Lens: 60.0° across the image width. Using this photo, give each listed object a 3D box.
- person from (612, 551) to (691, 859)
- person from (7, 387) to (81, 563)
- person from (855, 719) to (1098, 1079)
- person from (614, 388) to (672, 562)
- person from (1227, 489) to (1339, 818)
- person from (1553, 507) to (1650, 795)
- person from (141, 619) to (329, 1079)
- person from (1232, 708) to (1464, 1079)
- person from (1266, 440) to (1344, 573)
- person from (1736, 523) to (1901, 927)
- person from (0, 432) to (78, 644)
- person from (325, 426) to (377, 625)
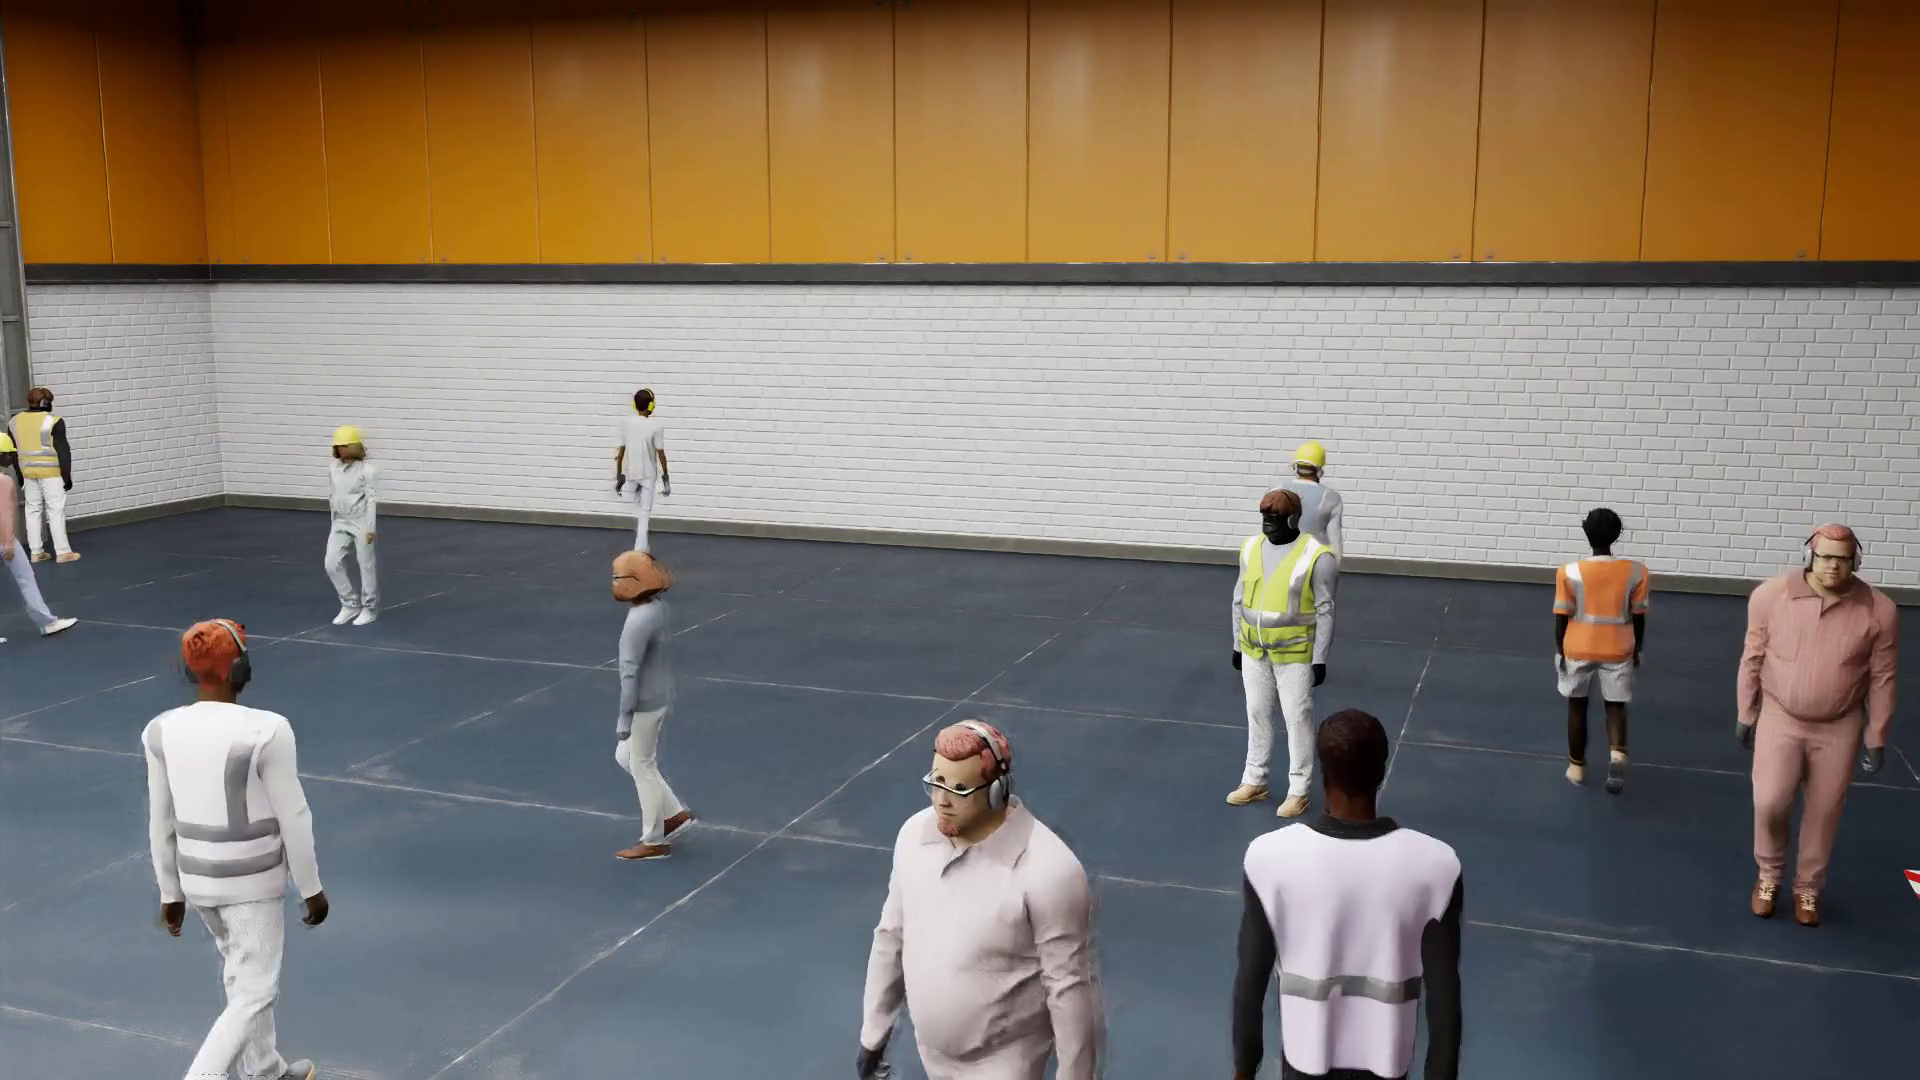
[{"bbox_3d":[-1.653,0.859,8.548,0.335,1.621,0.500,0,9,-2],"label":"person"},{"bbox_3d":[-9.567,-0.673,17.388,0.625,1.835,0.430,1,9,8],"label":"person"},{"bbox_3d":[-0.034,1.396,4.491,1.004,1.844,0.682,-9,13,-43],"label":"person"},{"bbox_3d":[-3.217,-0.631,17.073,0.561,1.842,0.709,4,10,22],"label":"person"},{"bbox_3d":[1.781,0.625,9.314,0.634,1.839,0.429,9,13,43],"label":"person"},{"bbox_3d":[3.701,0.650,9.628,0.543,1.681,0.627,2,9,12],"label":"person"},{"bbox_3d":[-2.545,1.202,5.715,0.581,1.854,0.852,3,10,19],"label":"person"},{"bbox_3d":[1.040,1.392,4.493,0.594,1.872,0.988,1,9,5],"label":"person"},{"bbox_3d":[2.494,0.179,12.164,0.604,1.811,0.616,4,10,23],"label":"person"},{"bbox_3d":[3.934,0.859,7.666,0.657,1.892,0.485,4,10,24],"label":"person"},{"bbox_3d":[-7.746,-0.019,13.618,0.552,1.725,0.851,6,11,32],"label":"person"},{"bbox_3d":[-5.215,-0.114,14.216,0.513,1.723,0.485,3,10,18],"label":"person"}]
